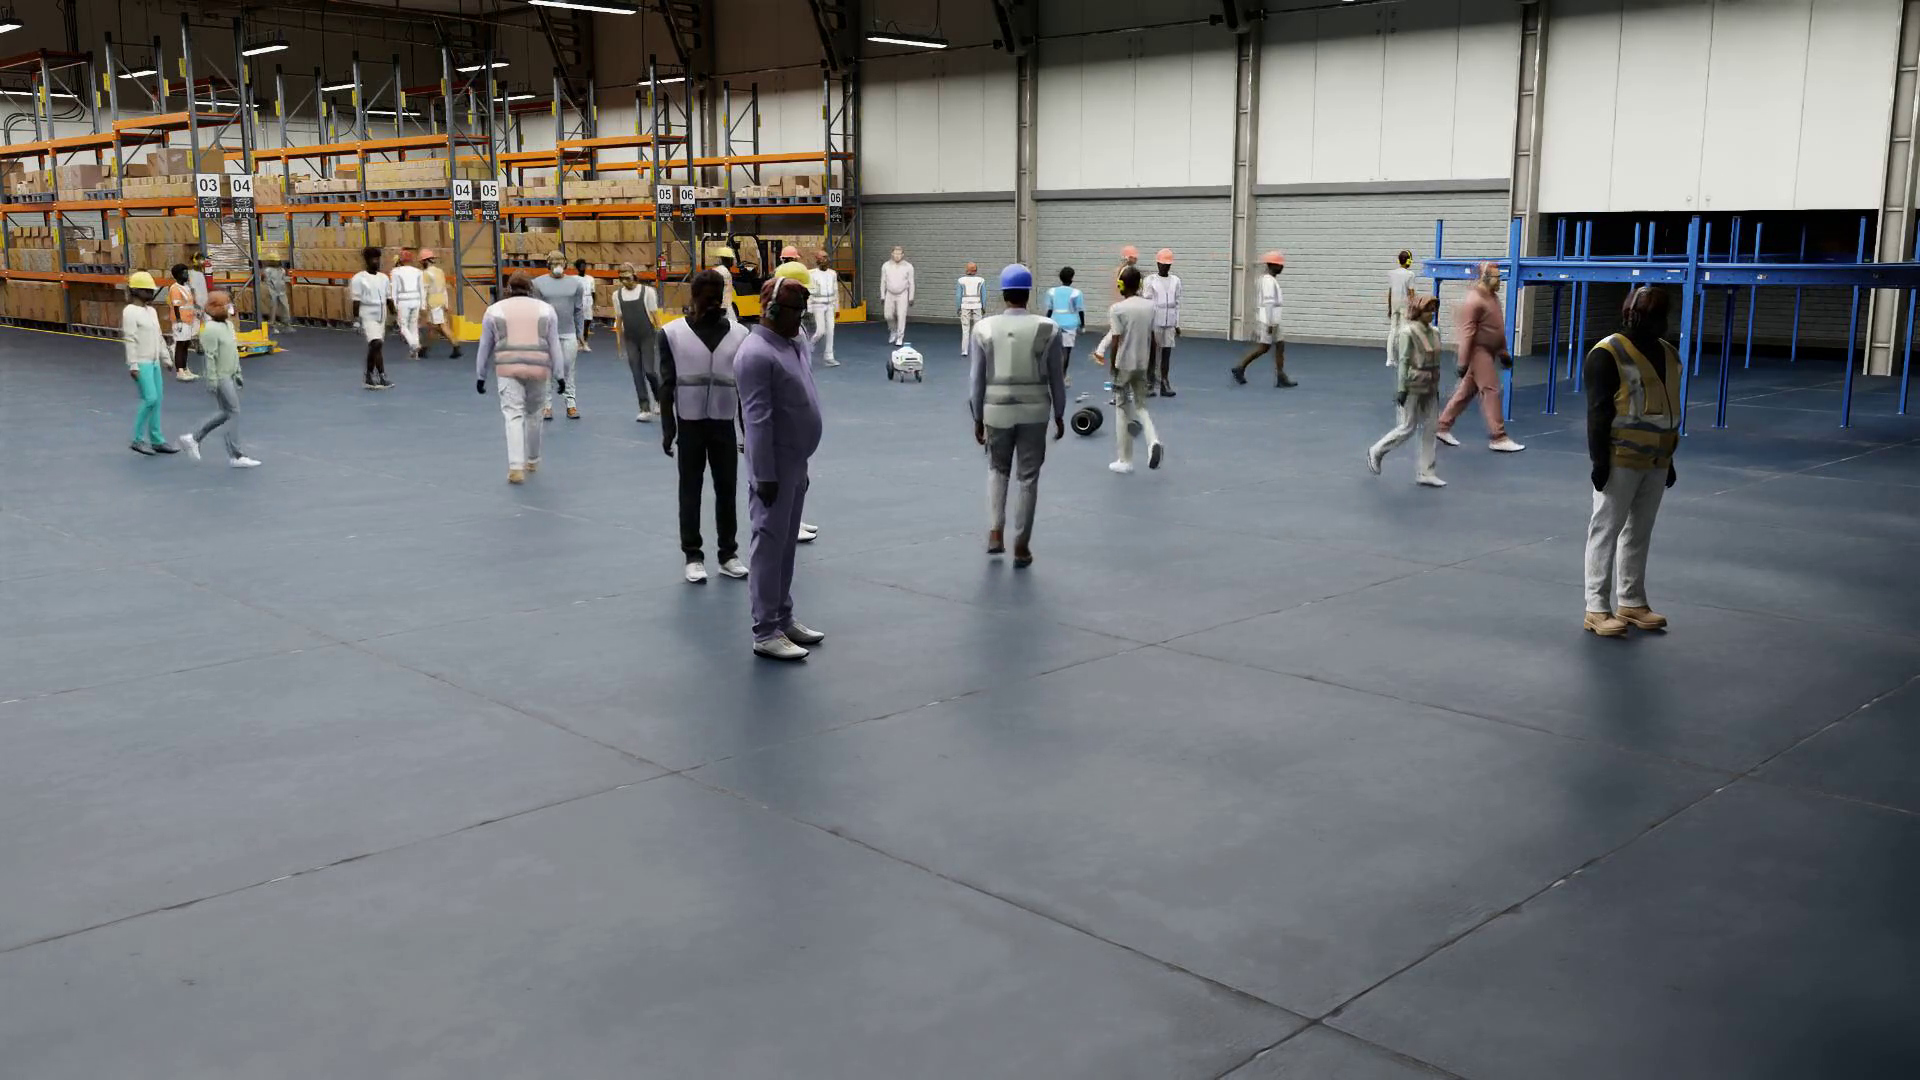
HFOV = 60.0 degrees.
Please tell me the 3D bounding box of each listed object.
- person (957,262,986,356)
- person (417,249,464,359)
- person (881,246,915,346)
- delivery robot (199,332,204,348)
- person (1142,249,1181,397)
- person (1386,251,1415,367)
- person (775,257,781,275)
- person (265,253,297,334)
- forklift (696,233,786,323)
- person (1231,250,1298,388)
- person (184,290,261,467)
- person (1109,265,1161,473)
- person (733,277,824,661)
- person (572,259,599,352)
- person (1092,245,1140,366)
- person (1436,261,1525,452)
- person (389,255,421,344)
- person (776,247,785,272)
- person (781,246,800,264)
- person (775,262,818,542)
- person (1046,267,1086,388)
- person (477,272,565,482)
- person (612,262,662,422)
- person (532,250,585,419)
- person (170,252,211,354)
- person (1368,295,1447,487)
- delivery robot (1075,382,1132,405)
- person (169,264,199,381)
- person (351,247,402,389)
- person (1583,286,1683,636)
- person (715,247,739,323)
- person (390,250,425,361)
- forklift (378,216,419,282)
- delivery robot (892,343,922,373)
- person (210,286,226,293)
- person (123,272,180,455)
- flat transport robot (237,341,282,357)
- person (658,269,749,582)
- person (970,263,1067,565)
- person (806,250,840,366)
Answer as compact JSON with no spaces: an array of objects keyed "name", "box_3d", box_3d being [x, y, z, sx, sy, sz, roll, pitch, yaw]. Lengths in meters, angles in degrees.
[{"name":"person","box_3d":[0.199,-4.059,29.258,0.522,1.638,0.301,-1,10,-4]},{"name":"person","box_3d":[-9.003,-4.048,28.584,1.000,1.880,0.582,2,11,9]},{"name":"person","box_3d":[-1.198,-4.678,31.914,0.676,1.893,0.414,2,11,8]},{"name":"delivery robot","box_3d":[-13.277,-3.628,29.727,0.477,0.478,0.707,0,10,3]},{"name":"person","box_3d":[2.667,-2.857,21.894,0.549,1.934,0.374,-4,11,-21]},{"name":"person","box_3d":[7.131,-3.729,26.871,0.330,1.860,0.508,-9,14,-41]},{"name":"person","box_3d":[-3.296,-4.586,31.613,0.404,1.829,0.591,3,11,16]},{"name":"person","box_3d":[-14.668,-5.299,35.832,0.827,1.711,0.493,9,14,40]},{"name":"forklift","box_3d":[-5.496,-6.489,41.108,2.313,2.155,1.214,-10,14,-44]},{"name":"person","box_3d":[4.288,-3.098,23.296,0.880,1.909,0.555,4,11,19]},{"name":"person","box_3d":[-6.819,-1.481,15.254,0.653,1.614,0.501,-1,10,-5]},{"name":"person","box_3d":[1.565,-1.514,14.803,0.536,1.853,0.558,-5,12,-27]},{"name":"person","box_3d":[-0.896,-0.371,8.427,0.410,1.905,0.641,2,11,9]},{"name":"person","box_3d":[-6.807,-4.244,30.141,0.448,1.684,0.541,9,14,41]},{"name":"person","box_3d":[2.619,-3.781,26.896,0.985,1.959,0.636,5,12,26]},{"name":"person","box_3d":[5.160,-1.832,16.535,0.999,1.861,0.652,7,12,33]},{"name":"person","box_3d":[-10.864,-4.722,32.665,0.597,1.705,0.828,-2,11,-9]},{"name":"person","box_3d":[-3.101,-4.336,30.077,0.458,1.891,0.661,7,13,34]},{"name":"person","box_3d":[-2.685,-3.659,26.260,0.359,1.939,0.543,-5,12,-26]},{"name":"person","box_3d":[-1.167,-0.967,11.607,0.369,1.925,0.594,0,10,-2]},{"name":"person","box_3d":[1.506,-2.973,23.272,0.550,1.655,0.820,5,11,25]},{"name":"person","box_3d":[-3.841,-1.435,14.533,0.717,1.779,0.964,-3,11,-17]},{"name":"person","box_3d":[-3.663,-2.266,19.012,0.575,1.808,0.538,2,11,11]},{"name":"person","box_3d":[-4.647,-2.375,19.259,0.627,1.940,0.371,-5,11,-23]},{"name":"person","box_3d":[-12.822,-3.905,27.892,0.860,1.843,0.523,1,10,4]},{"name":"person","box_3d":[3.857,-1.284,14.194,0.520,1.616,0.645,-8,13,-38]},{"name":"delivery robot","box_3d":[1.598,-1.581,17.854,0.698,0.223,0.335,3,11,14]},{"name":"person","box_3d":[-11.362,-3.184,24.325,0.317,1.695,0.540,-2,11,-8]},{"name":"person","box_3d":[-7.979,-3.047,22.908,0.861,1.929,0.634,5,12,26]},{"name":"person","box_3d":[3.608,-0.425,8.889,0.624,1.844,0.429,-6,12,-29]},{"name":"person","box_3d":[-4.049,-4.098,28.746,0.428,1.911,0.596,-4,11,-21]},{"name":"person","box_3d":[-9.320,-3.970,28.152,0.622,1.867,0.506,-10,14,-42]},{"name":"forklift","box_3d":[-17.868,-9.201,54.028,1.873,2.768,1.129,-10,14,-44]},{"name":"delivery robot","box_3d":[-0.779,-2.653,24.412,0.477,0.478,0.707,-2,11,-12]},{"name":"person","box_3d":[-16.670,-5.500,37.155,0.584,1.618,0.505,9,14,40]},{"name":"person","box_3d":[-7.841,-1.706,16.087,0.356,1.762,0.549,0,10,0]},{"name":"flat transport robot","box_3d":[-12.706,-3.400,29.513,0.652,0.197,1.431,1,10,6]},{"name":"person","box_3d":[-1.550,-0.710,10.271,0.595,1.909,0.432,-5,12,-26]},{"name":"person","box_3d":[0.384,-0.813,10.784,0.608,1.928,0.510,2,11,11]},{"name":"person","box_3d":[-2.246,-3.752,26.955,0.646,1.869,0.521,-9,14,-40]}]
